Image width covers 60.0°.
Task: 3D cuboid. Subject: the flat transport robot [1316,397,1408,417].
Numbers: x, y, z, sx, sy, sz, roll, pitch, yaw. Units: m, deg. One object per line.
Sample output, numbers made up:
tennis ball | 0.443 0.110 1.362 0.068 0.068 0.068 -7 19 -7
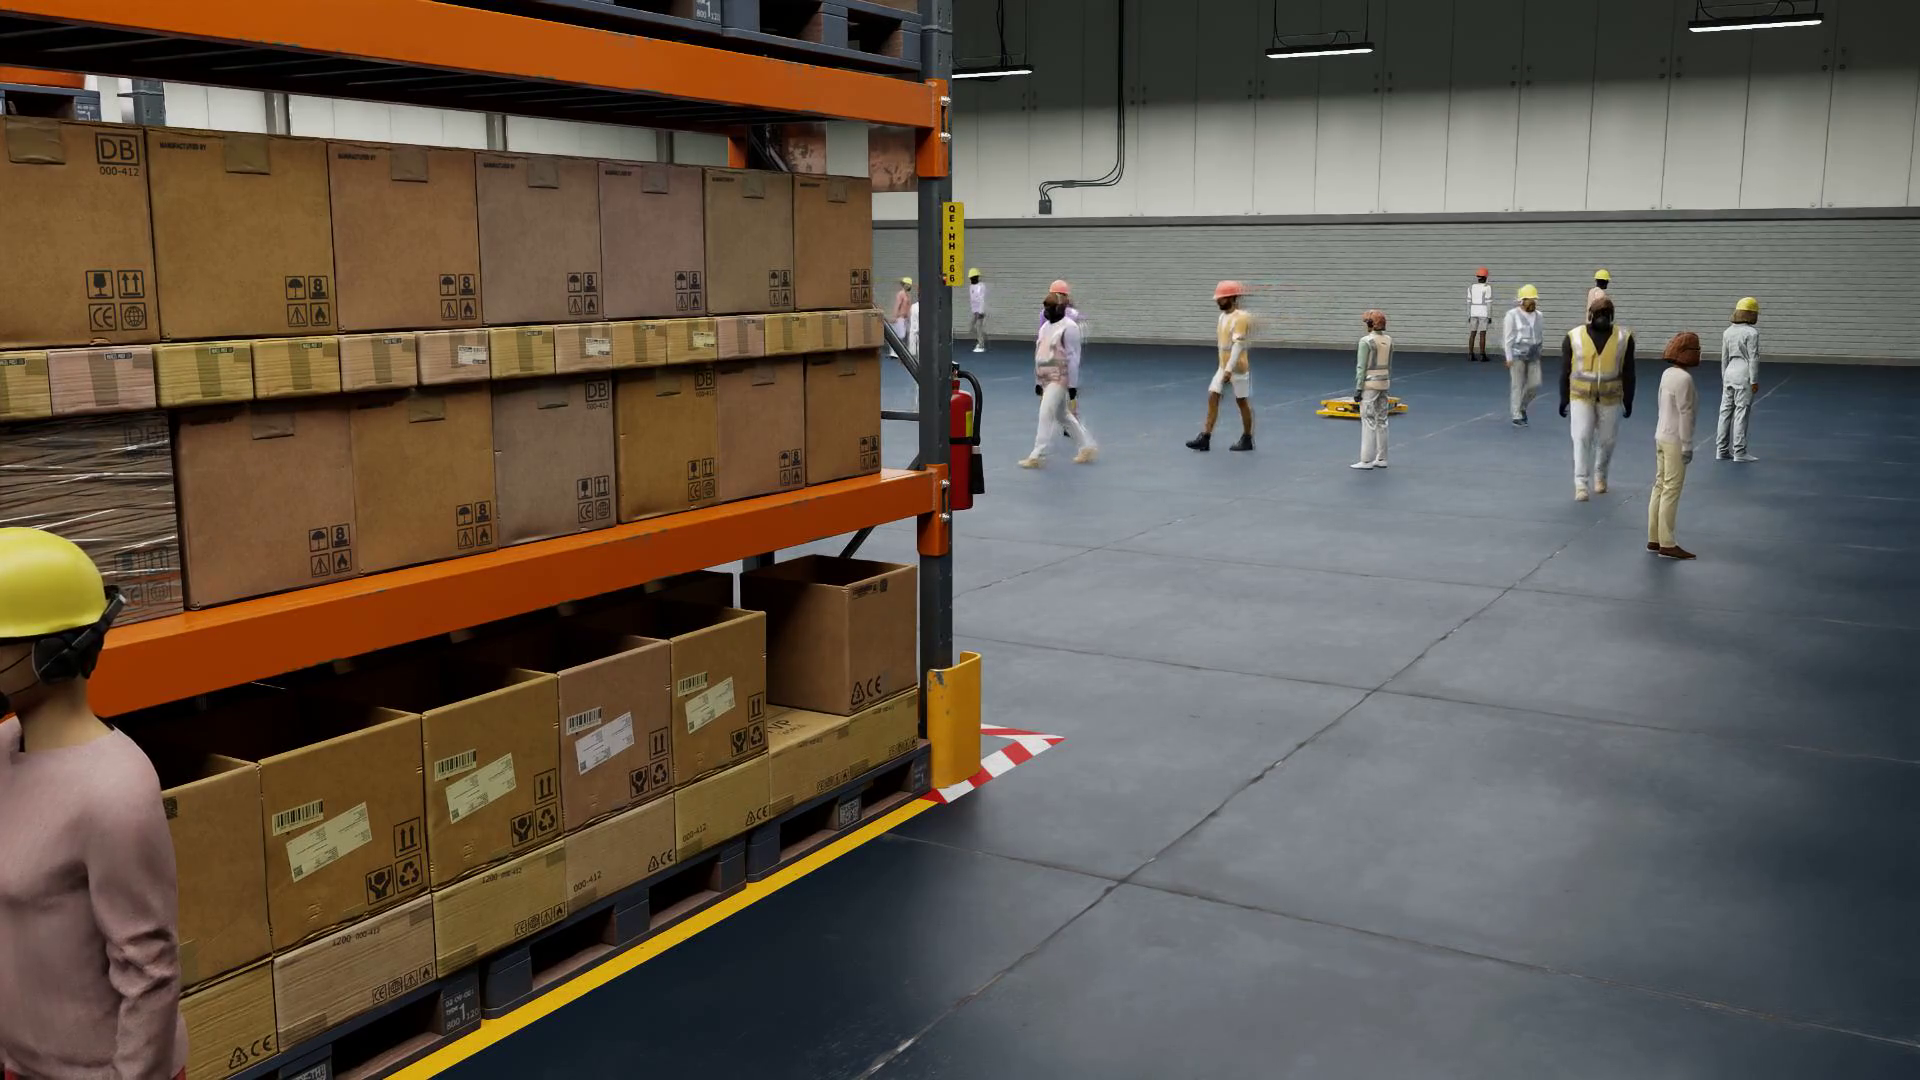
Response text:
flat transport robot | 5.502 -1.829 22.723 0.652 0.197 1.431 8 13 40

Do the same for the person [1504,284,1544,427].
person | 7.202 -2.348 21.238 0.596 1.818 0.424 -3 10 -16

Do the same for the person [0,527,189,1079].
person | -1.416 0.852 2.656 0.525 1.769 0.312 8 12 38

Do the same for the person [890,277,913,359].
person | -1.226 -4.702 35.268 0.472 1.720 0.561 2 10 12

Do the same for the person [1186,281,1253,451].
person | 2.912 -1.909 18.460 0.920 1.893 0.548 -5 11 -25

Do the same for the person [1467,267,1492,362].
person | 10.758 -4.656 34.397 0.361 1.939 0.542 -8 13 -41

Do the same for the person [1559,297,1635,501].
person | 5.747 -1.286 15.028 0.643 1.819 0.808 3 10 15

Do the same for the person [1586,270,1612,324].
person | 11.648 -3.962 30.372 0.382 1.924 0.594 1 10 4

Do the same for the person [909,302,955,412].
person | -0.363 -2.526 22.123 0.591 1.872 0.401 -6 11 -31

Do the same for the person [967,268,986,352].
person | 0.378 -5.204 37.696 0.434 1.906 0.603 -7 12 -34

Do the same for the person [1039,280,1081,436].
person | 1.240 -2.218 20.295 0.556 1.906 0.928 -3 10 -18

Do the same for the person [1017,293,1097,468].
person | 1.035 -1.658 17.255 0.931 1.806 0.637 -4 10 -22

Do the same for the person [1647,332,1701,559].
person | 5.197 -0.690 12.064 0.278 1.634 0.498 1 10 6

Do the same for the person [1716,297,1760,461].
person | 8.316 -1.706 17.706 0.302 1.742 0.486 -3 10 -18

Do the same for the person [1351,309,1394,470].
person | 4.230 -1.535 17.018 0.514 1.636 0.310 -8 13 -41
